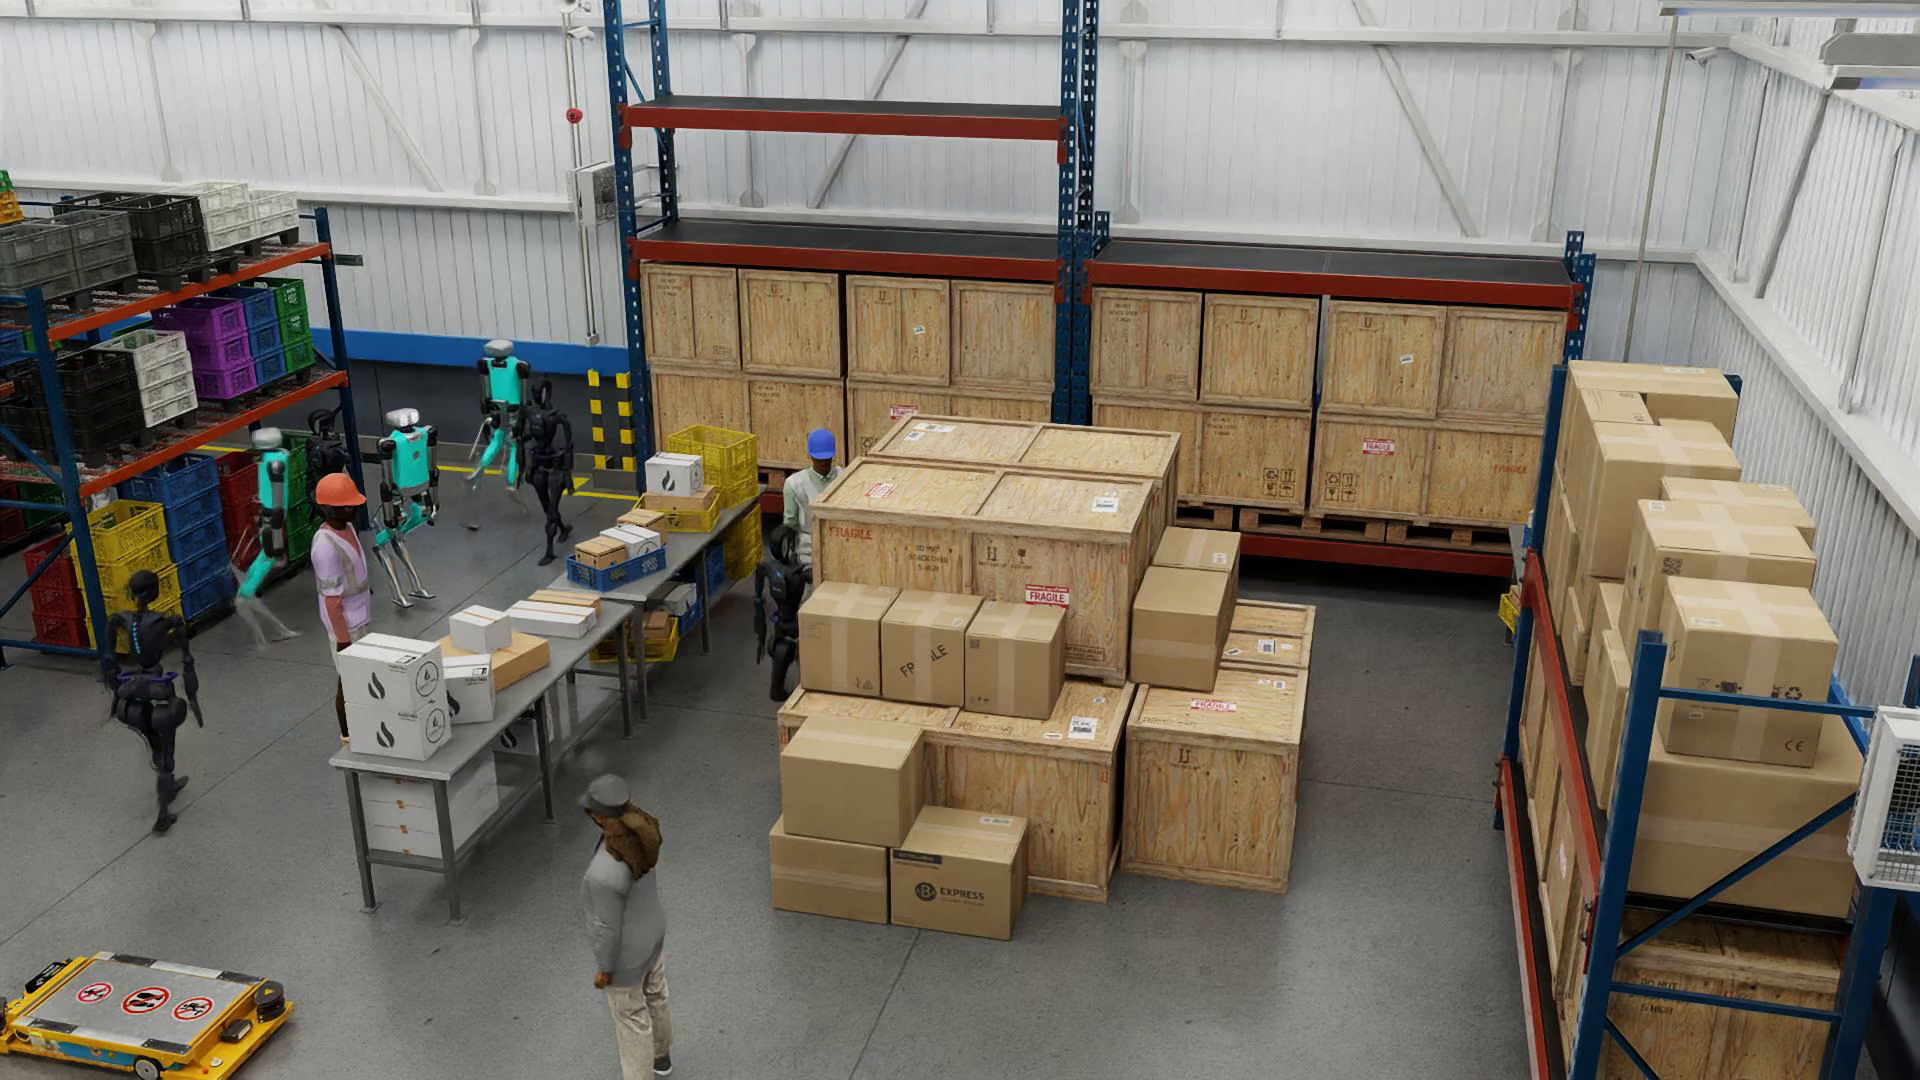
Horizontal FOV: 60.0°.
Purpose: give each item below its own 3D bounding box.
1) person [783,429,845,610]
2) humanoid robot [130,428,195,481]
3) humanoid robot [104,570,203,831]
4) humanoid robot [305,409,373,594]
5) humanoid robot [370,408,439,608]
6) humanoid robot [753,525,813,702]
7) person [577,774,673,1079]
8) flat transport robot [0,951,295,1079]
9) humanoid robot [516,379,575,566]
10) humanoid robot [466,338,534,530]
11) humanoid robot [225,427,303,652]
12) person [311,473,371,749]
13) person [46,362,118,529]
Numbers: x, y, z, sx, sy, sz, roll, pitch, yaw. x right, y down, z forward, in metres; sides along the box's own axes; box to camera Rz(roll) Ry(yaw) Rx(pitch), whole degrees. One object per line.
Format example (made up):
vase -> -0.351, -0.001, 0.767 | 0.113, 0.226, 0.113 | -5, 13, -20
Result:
person -> -1.014, 0.092, 12.455 | 0.617, 1.945, 0.392 | -8, 22, -21
humanoid robot -> -7.065, -0.743, 14.871 | 0.531, 1.725, 0.770 | 12, 24, 29
humanoid robot -> -5.109, 0.995, 10.499 | 0.601, 1.630, 0.706 | 0, 21, 1
humanoid robot -> -5.181, -0.293, 13.824 | 0.599, 1.654, 0.315 | 12, 24, 28
humanoid robot -> -4.611, -0.295, 13.631 | 0.743, 1.693, 0.532 | 14, 25, 33
humanoid robot -> -1.093, 0.652, 11.376 | 0.591, 1.644, 0.507 | 9, 23, 23
person -> -1.582, 1.914, 7.941 | 0.398, 1.764, 0.561 | 4, 21, 11
flat transport robot -> -4.270, 2.464, 8.601 | 1.431, 0.231, 0.659 | 5, 22, 13
humanoid robot -> -3.676, -0.650, 14.846 | 0.584, 1.634, 0.778 | 6, 22, 14
humanoid robot -> -4.347, -0.918, 15.481 | 0.530, 1.809, 0.840 | 7, 22, 17
humanoid robot -> -5.504, 0.057, 12.926 | 0.697, 1.855, 0.542 | -10, 23, -25
person -> -4.093, 0.517, 11.212 | 0.390, 2.040, 0.613 | -3, 21, -8
person -> -7.593, -0.648, 14.478 | 0.583, 1.882, 0.337 | 7, 22, 17
